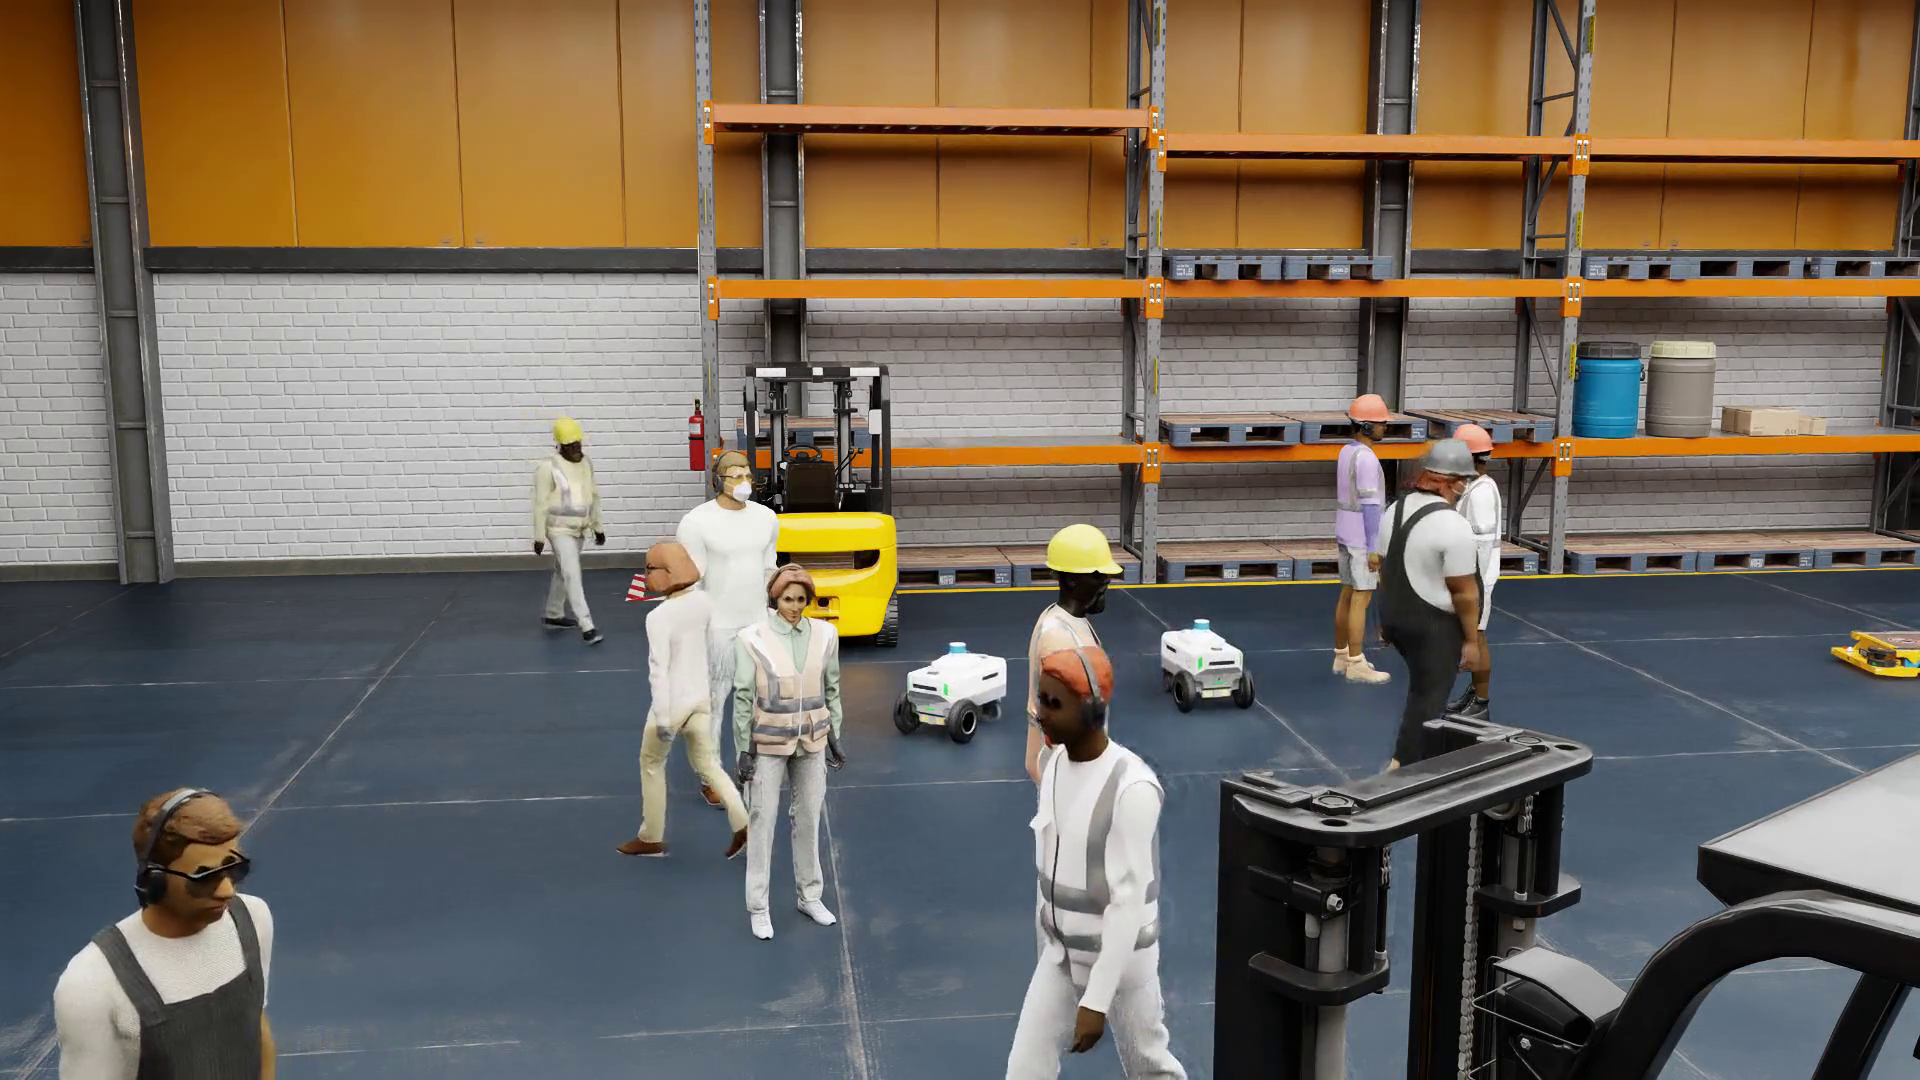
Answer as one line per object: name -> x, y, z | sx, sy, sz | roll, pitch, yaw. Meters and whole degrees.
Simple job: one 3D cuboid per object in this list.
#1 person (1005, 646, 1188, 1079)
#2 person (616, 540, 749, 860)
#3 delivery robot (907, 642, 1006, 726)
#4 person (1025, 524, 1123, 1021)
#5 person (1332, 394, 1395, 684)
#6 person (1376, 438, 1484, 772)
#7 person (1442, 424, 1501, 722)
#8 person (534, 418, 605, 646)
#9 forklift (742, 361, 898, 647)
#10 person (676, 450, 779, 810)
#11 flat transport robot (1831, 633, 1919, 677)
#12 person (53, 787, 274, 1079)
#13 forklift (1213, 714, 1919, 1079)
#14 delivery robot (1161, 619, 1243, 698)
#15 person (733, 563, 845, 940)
person -> 0.349, 1.214, 4.807 | 1.002, 1.829, 0.596 | -5, 11, -30
person -> -1.334, 0.793, 8.116 | 0.713, 1.604, 0.509 | 5, 10, 28
delivery robot -> -0.012, 0.890, 10.499 | 0.477, 0.478, 0.707 | 7, 11, 35
person -> 0.442, 0.890, 6.517 | 0.365, 1.928, 0.585 | 1, 9, 5
person -> 2.855, -0.011, 11.780 | 0.371, 2.044, 0.607 | -1, 9, -5
person -> 2.559, 0.441, 8.970 | 0.540, 2.000, 0.698 | -2, 9, -14
person -> 3.258, 0.225, 10.645 | 0.369, 1.933, 0.551 | 2, 9, 14
person -> -3.069, -0.085, 13.152 | 0.871, 1.774, 0.640 | 4, 10, 25
forklift -> -1.154, -0.340, 13.365 | 1.214, 2.155, 2.313 | -1, 9, -7
person -> -1.231, 0.476, 9.069 | 0.630, 1.940, 0.372 | -8, 12, -42
flat transport robot -> 7.215, 0.824, 12.083 | 1.431, 0.197, 0.652 | 0, 9, 2
person -> -1.687, 1.411, 3.608 | 0.406, 1.824, 0.549 | 5, 10, 29
forklift -> 1.441, 1.425, 2.350 | 1.214, 2.155, 2.313 | -7, 12, -39
delivery robot -> 1.621, 0.779, 11.193 | 0.477, 0.478, 0.707 | -2, 9, -14
person -> -0.749, 0.910, 7.293 | 0.514, 1.640, 0.310 | -5, 10, -30
